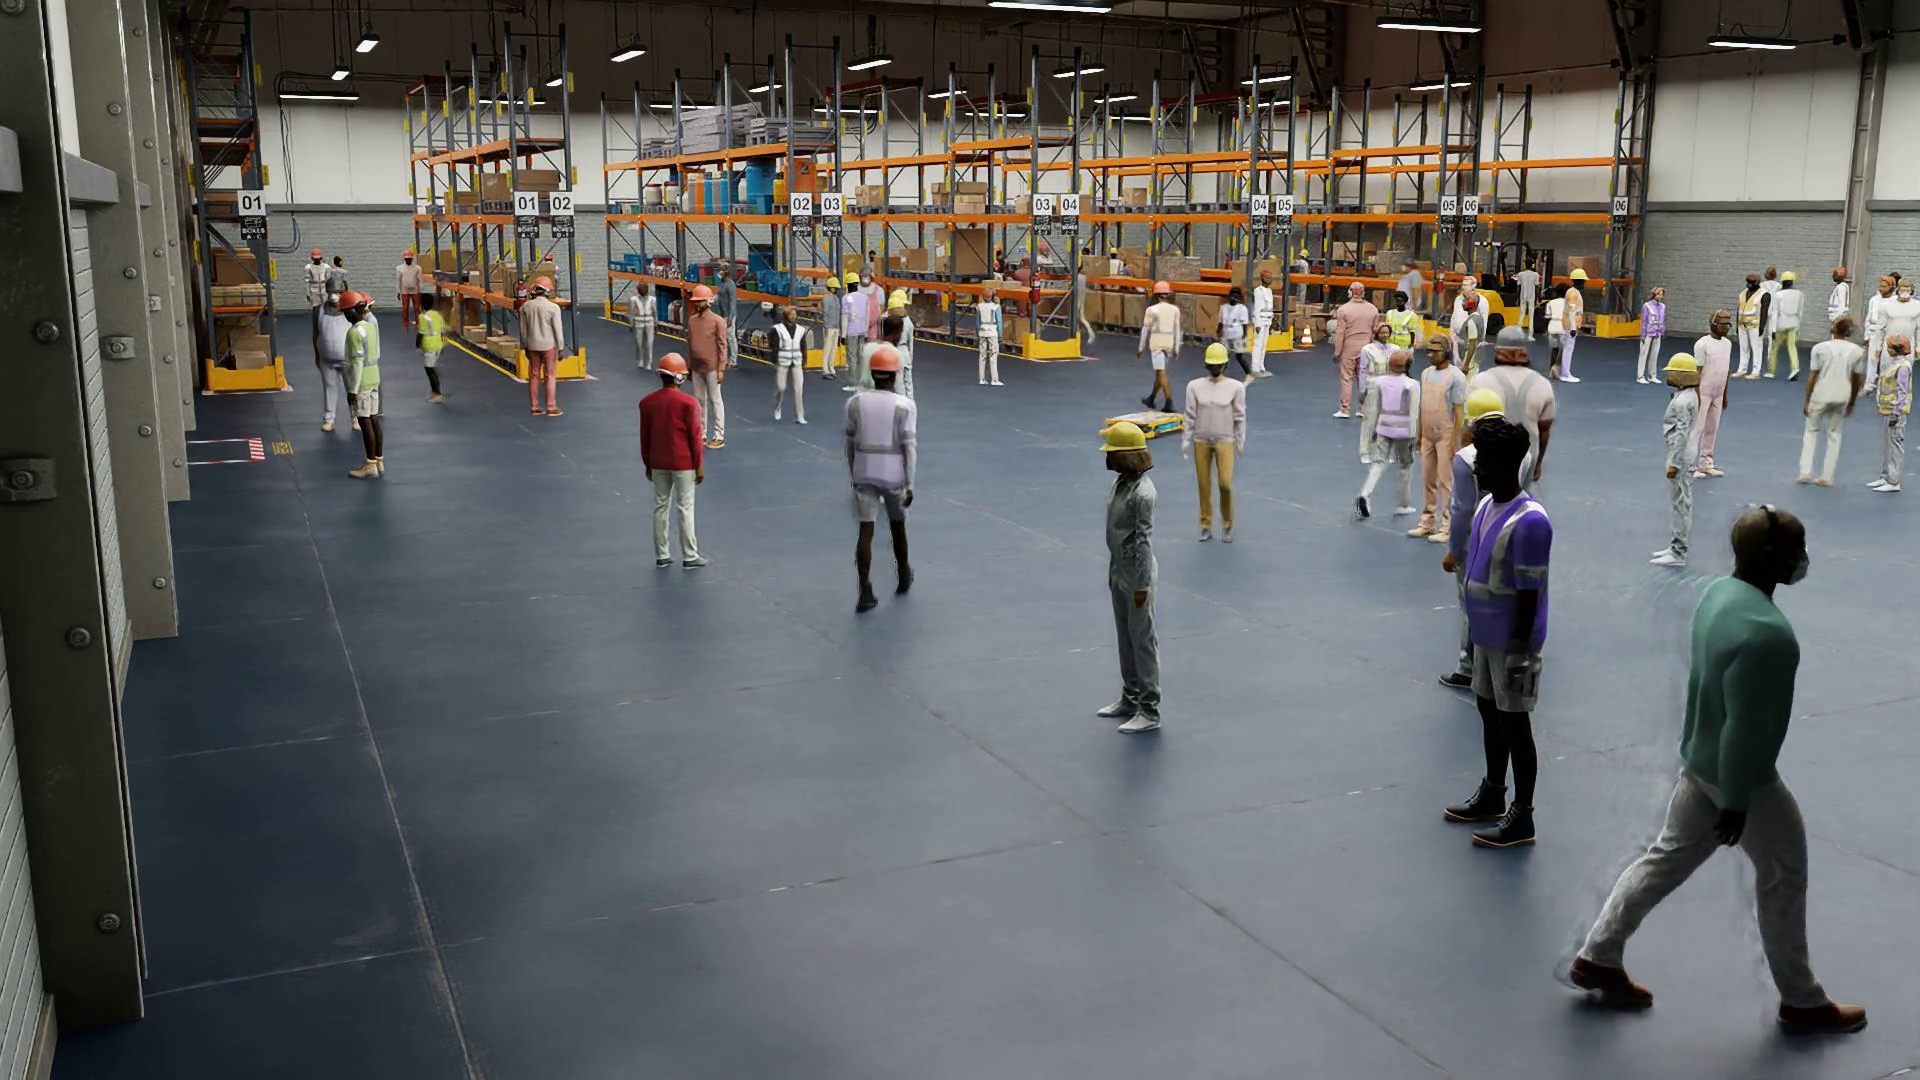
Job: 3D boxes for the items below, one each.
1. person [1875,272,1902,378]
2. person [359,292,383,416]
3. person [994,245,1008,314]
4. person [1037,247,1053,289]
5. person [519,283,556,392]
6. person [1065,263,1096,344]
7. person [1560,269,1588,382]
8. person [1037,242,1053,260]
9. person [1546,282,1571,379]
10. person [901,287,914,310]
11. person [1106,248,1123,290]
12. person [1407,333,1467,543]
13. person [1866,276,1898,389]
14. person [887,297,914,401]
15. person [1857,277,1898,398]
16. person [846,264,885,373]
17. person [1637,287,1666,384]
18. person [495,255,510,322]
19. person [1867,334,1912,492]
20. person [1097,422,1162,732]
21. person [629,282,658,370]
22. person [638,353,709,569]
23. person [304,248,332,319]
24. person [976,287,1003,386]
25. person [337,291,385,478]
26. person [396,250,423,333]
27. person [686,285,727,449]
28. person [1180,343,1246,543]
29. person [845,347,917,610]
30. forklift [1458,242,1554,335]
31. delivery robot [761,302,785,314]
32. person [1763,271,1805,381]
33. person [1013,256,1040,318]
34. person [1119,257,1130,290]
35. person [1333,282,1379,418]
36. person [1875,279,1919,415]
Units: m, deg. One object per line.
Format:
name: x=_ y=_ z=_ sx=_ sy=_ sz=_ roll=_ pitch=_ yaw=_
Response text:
person: x=16.160 y=-3.726 z=28.939 sx=0.508 sy=1.861 sz=0.331 roll=10 pitch=15 yaw=41
person: x=-8.438 y=-2.643 z=23.690 sx=0.327 sy=1.753 sz=0.563 roll=-6 pitch=13 yaw=-27
person: x=0.993 y=-6.780 z=44.059 sx=0.610 sy=2.026 sz=0.483 roll=-8 pitch=14 yaw=-35
person: x=2.468 y=-7.552 z=48.269 sx=0.406 sy=1.902 sz=0.636 roll=11 pitch=16 yaw=44
person: x=-6.750 y=-3.226 z=26.648 sx=0.560 sy=1.755 sz=0.318 roll=0 pitch=11 yaw=0
person: x=2.625 y=-5.204 z=36.497 sx=0.541 sy=1.839 sz=0.802 roll=-10 pitch=15 yaw=-43
person: x=10.502 y=-3.671 z=28.473 sx=0.374 sy=1.928 sz=0.584 roll=4 pitch=12 yaw=20
person: x=2.429 y=-7.879 z=49.632 sx=0.649 sy=2.015 sz=0.728 roll=-3 pitch=12 yaw=-16
person: x=10.378 y=-3.618 z=28.817 sx=0.499 sy=1.684 sz=0.552 roll=-7 pitch=13 yaw=-33
person: x=-1.474 y=-7.629 z=49.063 sx=0.583 sy=1.733 sz=0.374 roll=-5 pitch=12 yaw=-25
person: x=4.206 y=-7.088 z=45.864 sx=0.588 sy=1.923 sz=0.391 roll=1 pitch=11 yaw=6
person: x=4.202 y=-0.893 z=14.598 sx=0.338 sy=1.838 sz=0.506 roll=-5 pitch=12 yaw=-25
person: x=15.153 y=-3.391 z=27.262 sx=0.507 sy=1.846 sz=0.345 roll=-1 pitch=11 yaw=-7
person: x=-0.852 y=-2.424 z=22.623 sx=0.485 sy=1.738 sz=0.307 roll=-10 pitch=15 yaw=-41
person: x=14.391 y=-3.153 z=25.958 sx=0.361 sy=1.883 sz=0.574 roll=-6 pitch=13 yaw=-27
person: x=-1.663 y=-3.852 z=29.106 sx=0.688 sy=2.000 sz=0.888 roll=0 pitch=11 yaw=-2
person: x=11.716 y=-3.459 z=28.159 sx=0.514 sy=1.634 sz=0.313 roll=-5 pitch=12 yaw=-24
person: x=-12.162 y=-6.677 z=44.167 sx=0.313 sy=1.768 sz=0.527 roll=-6 pitch=13 yaw=-27
person: x=9.681 y=-1.317 z=17.247 sx=0.310 sy=1.639 sz=0.514 roll=4 pitch=12 yaw=19
person: x=0.936 y=0.200 z=9.302 sx=0.340 sy=1.734 sz=0.483 roll=-3 pitch=12 yaw=-16
person: x=-5.851 y=-3.966 z=30.766 sx=0.521 sy=1.619 sz=0.643 roll=-3 pitch=11 yaw=-14
person: x=-2.319 y=-0.641 z=13.515 sx=0.562 sy=1.753 sz=0.334 roll=5 pitch=12 yaw=23
person: x=-15.181 y=-5.882 z=39.427 sx=0.607 sy=2.042 sz=0.382 roll=-6 pitch=13 yaw=-29
person: x=0.492 y=-3.397 z=27.808 sx=0.514 sy=1.645 sz=0.308 roll=8 pitch=14 yaw=36
person: x=-6.549 y=-1.693 z=18.157 sx=0.391 sy=2.033 sz=0.605 roll=0 pitch=11 yaw=0
person: x=-13.258 y=-5.980 z=40.059 sx=0.617 sy=1.986 sz=0.402 roll=-3 pitch=12 yaw=-15
person: x=-3.129 y=-2.122 z=20.430 sx=0.613 sy=1.994 sz=0.381 roll=7 pitch=13 yaw=32
person: x=2.203 y=-0.838 z=14.522 sx=0.541 sy=1.753 sz=0.452 roll=4 pitch=12 yaw=18
person: x=-0.574 y=-0.474 z=12.311 sx=0.554 sy=1.883 sz=0.991 roll=2 pitch=11 yaw=8
forklift: x=13.047 y=-6.049 z=39.881 sx=2.313 sy=2.155 sz=1.214 roll=-5 pitch=12 yaw=-23
delivery robot: x=-5.162 y=-6.456 z=45.888 sx=0.707 sy=0.478 sz=0.477 roll=11 pitch=15 yaw=43
person: x=14.291 y=-3.694 z=28.724 sx=0.583 sy=1.886 sz=0.959 roll=0 pitch=11 yaw=0
person: x=1.489 y=-5.486 z=37.746 sx=0.643 sy=1.912 sz=0.410 roll=-5 pitch=12 yaw=-23
person: x=4.655 y=-7.297 z=47.669 sx=0.520 sy=1.618 sz=0.502 roll=-4 pitch=12 yaw=-20
person: x=5.541 y=-2.666 z=23.419 sx=0.652 sy=1.906 sz=0.409 roll=-3 pitch=12 yaw=-17
person: x=13.445 y=-2.757 z=23.831 sx=0.627 sy=1.933 sz=0.367 roll=5 pitch=12 yaw=23
